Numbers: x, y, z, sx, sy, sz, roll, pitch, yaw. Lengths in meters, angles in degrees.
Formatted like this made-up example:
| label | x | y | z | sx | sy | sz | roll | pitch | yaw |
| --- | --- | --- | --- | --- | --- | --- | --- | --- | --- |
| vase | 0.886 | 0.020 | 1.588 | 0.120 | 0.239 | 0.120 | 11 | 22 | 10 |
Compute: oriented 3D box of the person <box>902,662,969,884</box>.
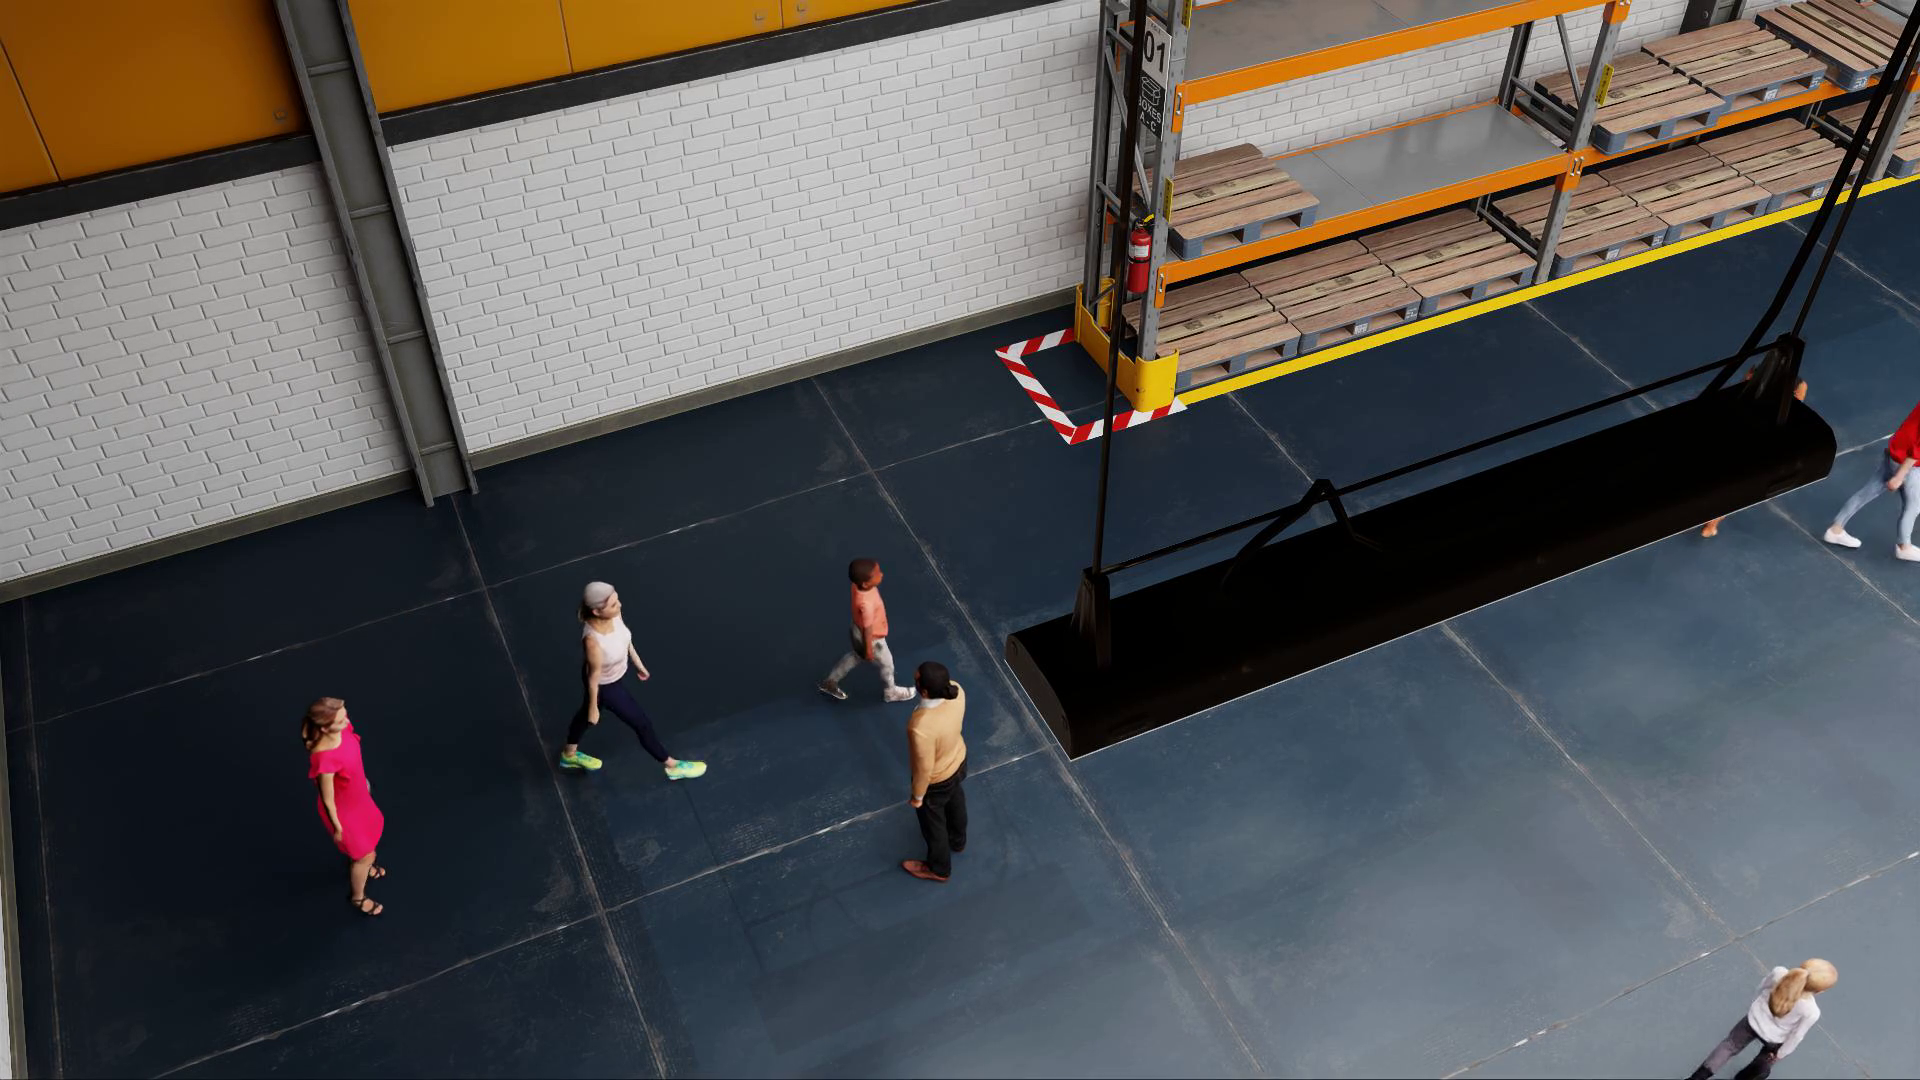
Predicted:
| label | x | y | z | sx | sy | sz | roll | pitch | yaw |
| --- | --- | --- | --- | --- | --- | --- | --- | --- | --- |
| person | -0.133 | 1.321 | 9.583 | 0.810 | 1.753 | 0.725 | 19 | 47 | 18 |

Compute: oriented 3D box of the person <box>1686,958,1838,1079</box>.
| label | x | y | z | sx | sy | sz | roll | pitch | yaw |
| --- | --- | --- | --- | --- | --- | --- | --- | --- | --- |
| person | 4.152 | 2.558 | 8.644 | 0.851 | 1.256 | 0.509 | -20 | 47 | -20 |

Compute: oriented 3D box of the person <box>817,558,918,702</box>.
| label | x | y | z | sx | sy | sz | roll | pitch | yaw |
| --- | --- | --- | --- | --- | --- | --- | --- | --- | --- |
| person | -0.654 | 0.588 | 10.680 | 0.904 | 1.300 | 0.595 | -10 | 44 | -10 |

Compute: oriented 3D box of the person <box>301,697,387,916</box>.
| label | x | y | z | sx | sy | sz | roll | pitch | yaw |
| --- | --- | --- | --- | --- | --- | --- | --- | --- | --- |
| person | -3.501 | 1.497 | 9.430 | 0.714 | 1.708 | 0.698 | -4 | 44 | -4 |

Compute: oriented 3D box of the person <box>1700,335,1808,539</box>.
| label | x | y | z | sx | sy | sz | roll | pitch | yaw |
| --- | --- | --- | --- | --- | --- | --- | --- | --- | --- |
| person | 5.621 | -0.719 | 11.833 | 0.931 | 1.603 | 1.223 | 32 | 52 | 29 |

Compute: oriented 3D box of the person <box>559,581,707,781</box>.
| label | x | y | z | sx | sy | sz | roll | pitch | yaw |
| --- | --- | --- | --- | --- | --- | --- | --- | --- | --- |
| person | -2.235 | 0.882 | 10.123 | 1.259 | 1.644 | 0.966 | 1 | 44 | 1 |

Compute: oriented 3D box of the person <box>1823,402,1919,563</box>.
| label | x | y | z | sx | sy | sz | roll | pitch | yaw |
| --- | --- | --- | --- | --- | --- | --- | --- | --- | --- |
| person | 6.511 | -0.556 | 11.613 | 1.058 | 1.671 | 0.986 | 14 | 45 | 15 |
